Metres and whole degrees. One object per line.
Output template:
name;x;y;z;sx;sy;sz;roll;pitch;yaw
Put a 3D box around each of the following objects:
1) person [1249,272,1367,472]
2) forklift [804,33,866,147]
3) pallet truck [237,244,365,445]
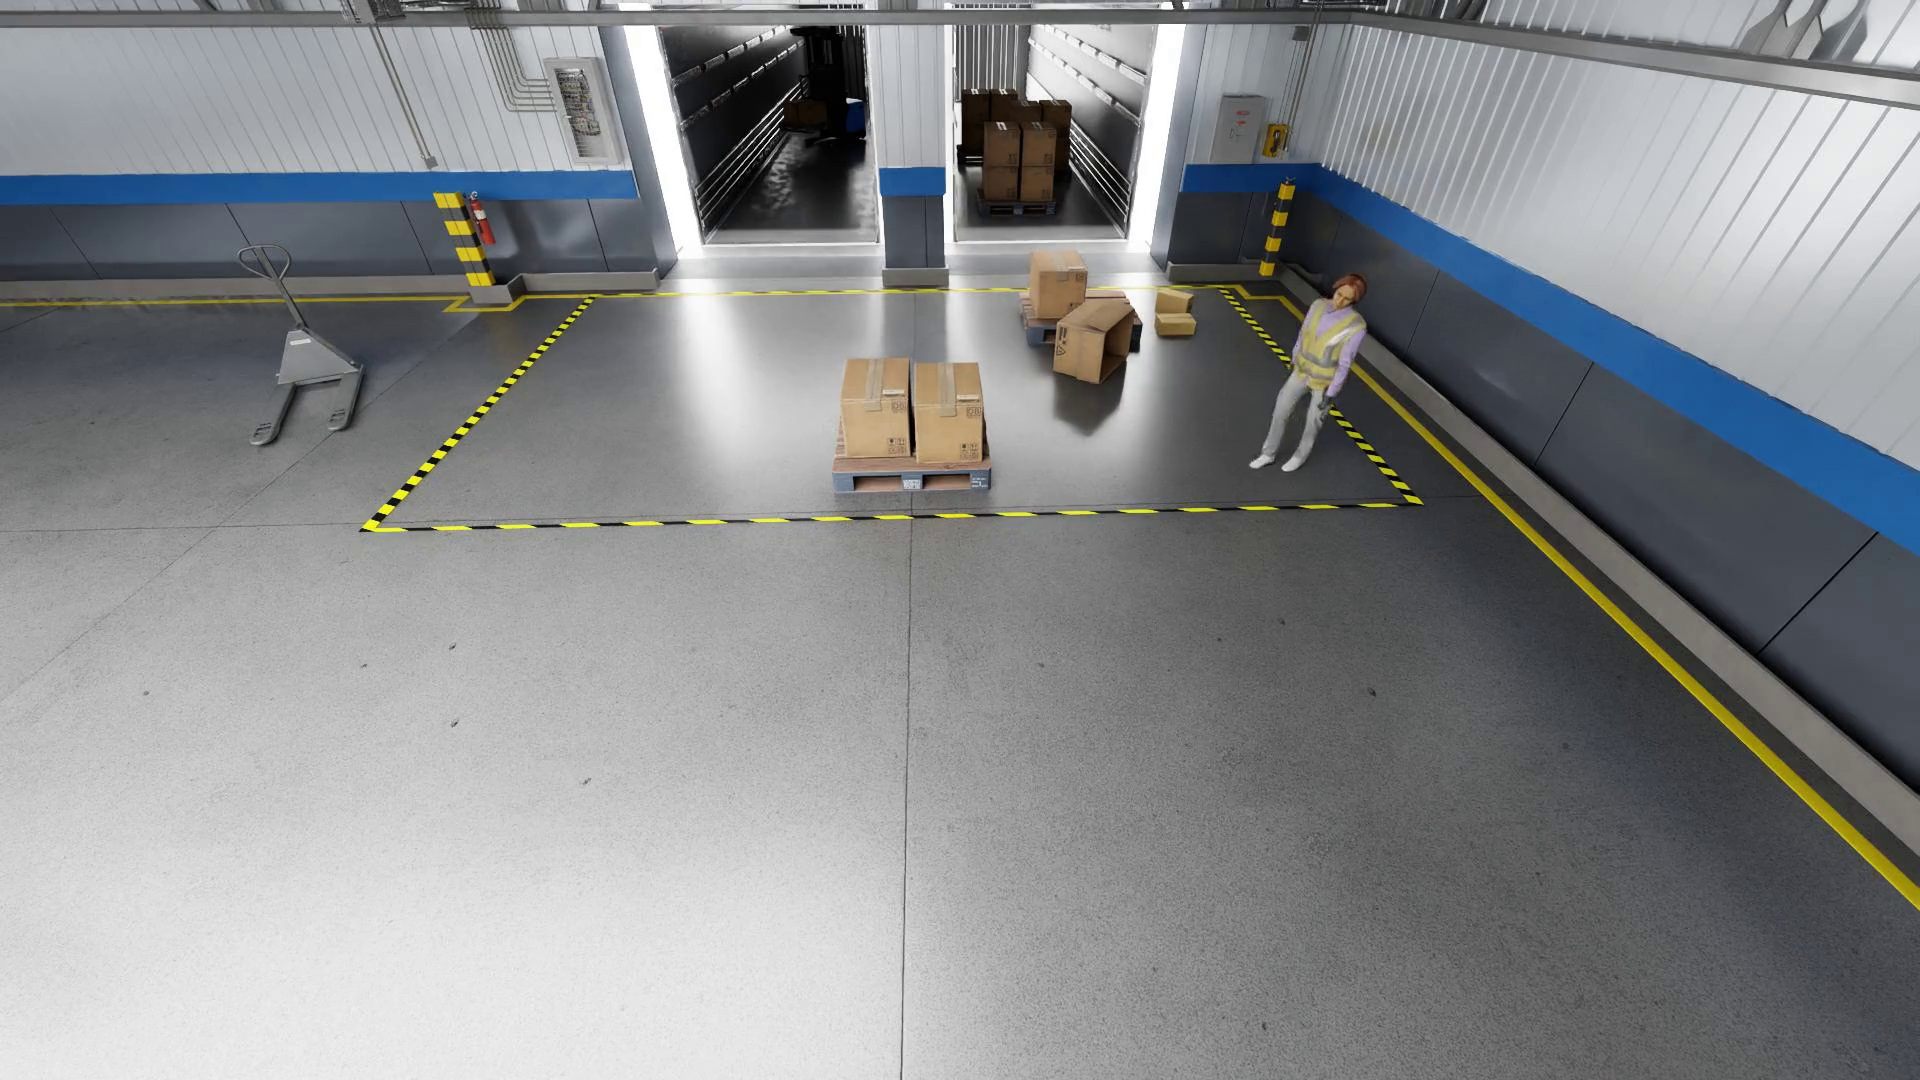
person;2.585;-1.160;5.343;0.489;1.608;0.538;-19;42;-23
forklift;-2.628;-9.748;15.821;0.716;2.013;0.776;19;42;23
pallet truck;-5.915;-1.733;6.366;0.680;1.201;1.601;-18;42;-21
